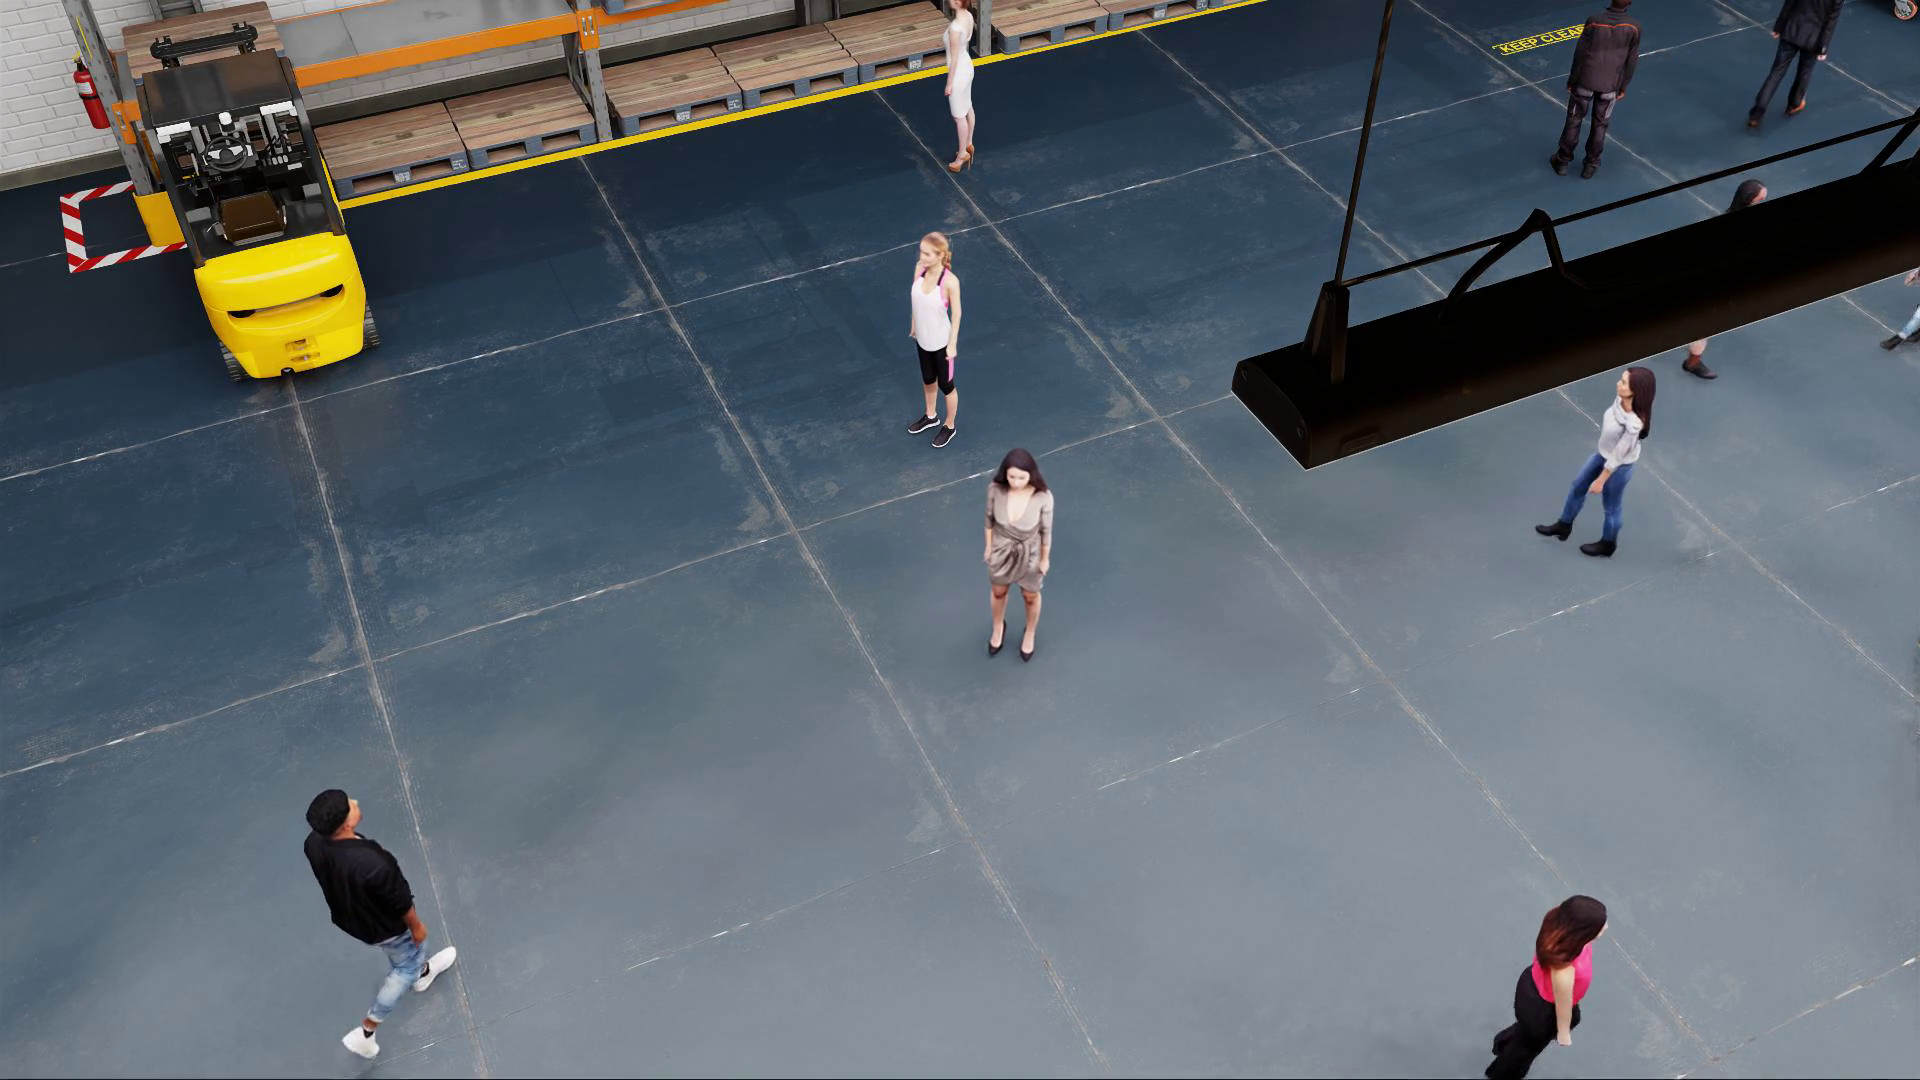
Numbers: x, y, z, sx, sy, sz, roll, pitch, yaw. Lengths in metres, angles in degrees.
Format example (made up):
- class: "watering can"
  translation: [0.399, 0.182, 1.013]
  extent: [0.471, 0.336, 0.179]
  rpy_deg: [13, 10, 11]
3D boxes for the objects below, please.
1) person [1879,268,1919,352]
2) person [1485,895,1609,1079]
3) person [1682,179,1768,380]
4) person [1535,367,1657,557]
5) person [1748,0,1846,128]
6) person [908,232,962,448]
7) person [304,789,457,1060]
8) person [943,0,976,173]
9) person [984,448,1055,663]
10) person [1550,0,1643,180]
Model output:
- class: "person"
  translation: [7.721, -2.018, 13.106]
  extent: [0.792, 1.165, 0.513]
  rpy_deg: [-16, 46, -16]
- class: "person"
  translation: [2.836, 2.273, 8.250]
  extent: [0.770, 1.650, 0.712]
  rpy_deg: [12, 45, 12]
- class: "person"
  translation: [5.737, -2.021, 12.715]
  extent: [0.916, 1.709, 0.902]
  rpy_deg: [26, 50, 25]
- class: "person"
  translation: [4.478, -0.495, 11.181]
  extent: [0.921, 1.614, 0.846]
  rpy_deg: [8, 44, 8]
- class: "person"
  translation: [7.766, -4.639, 15.422]
  extent: [0.973, 1.765, 1.198]
  rpy_deg: [33, 53, 30]
- class: "person"
  translation: [-0.169, -1.472, 12.082]
  extent: [0.671, 1.788, 0.643]
  rpy_deg: [33, 53, 30]
- class: "person"
  translation: [-3.028, 1.952, 8.482]
  extent: [1.023, 1.796, 1.174]
  rpy_deg: [23, 48, 22]
- class: "person"
  translation: [0.011, -4.135, 14.873]
  extent: [0.677, 1.793, 0.622]
  rpy_deg: [13, 45, 14]
- class: "person"
  translation: [0.358, 0.080, 10.483]
  extent: [0.639, 1.745, 0.713]
  rpy_deg: [11, 45, 11]
- class: "person"
  translation: [5.678, -4.083, 14.796]
  extent: [0.782, 1.825, 0.858]
  rpy_deg: [11, 45, 12]
